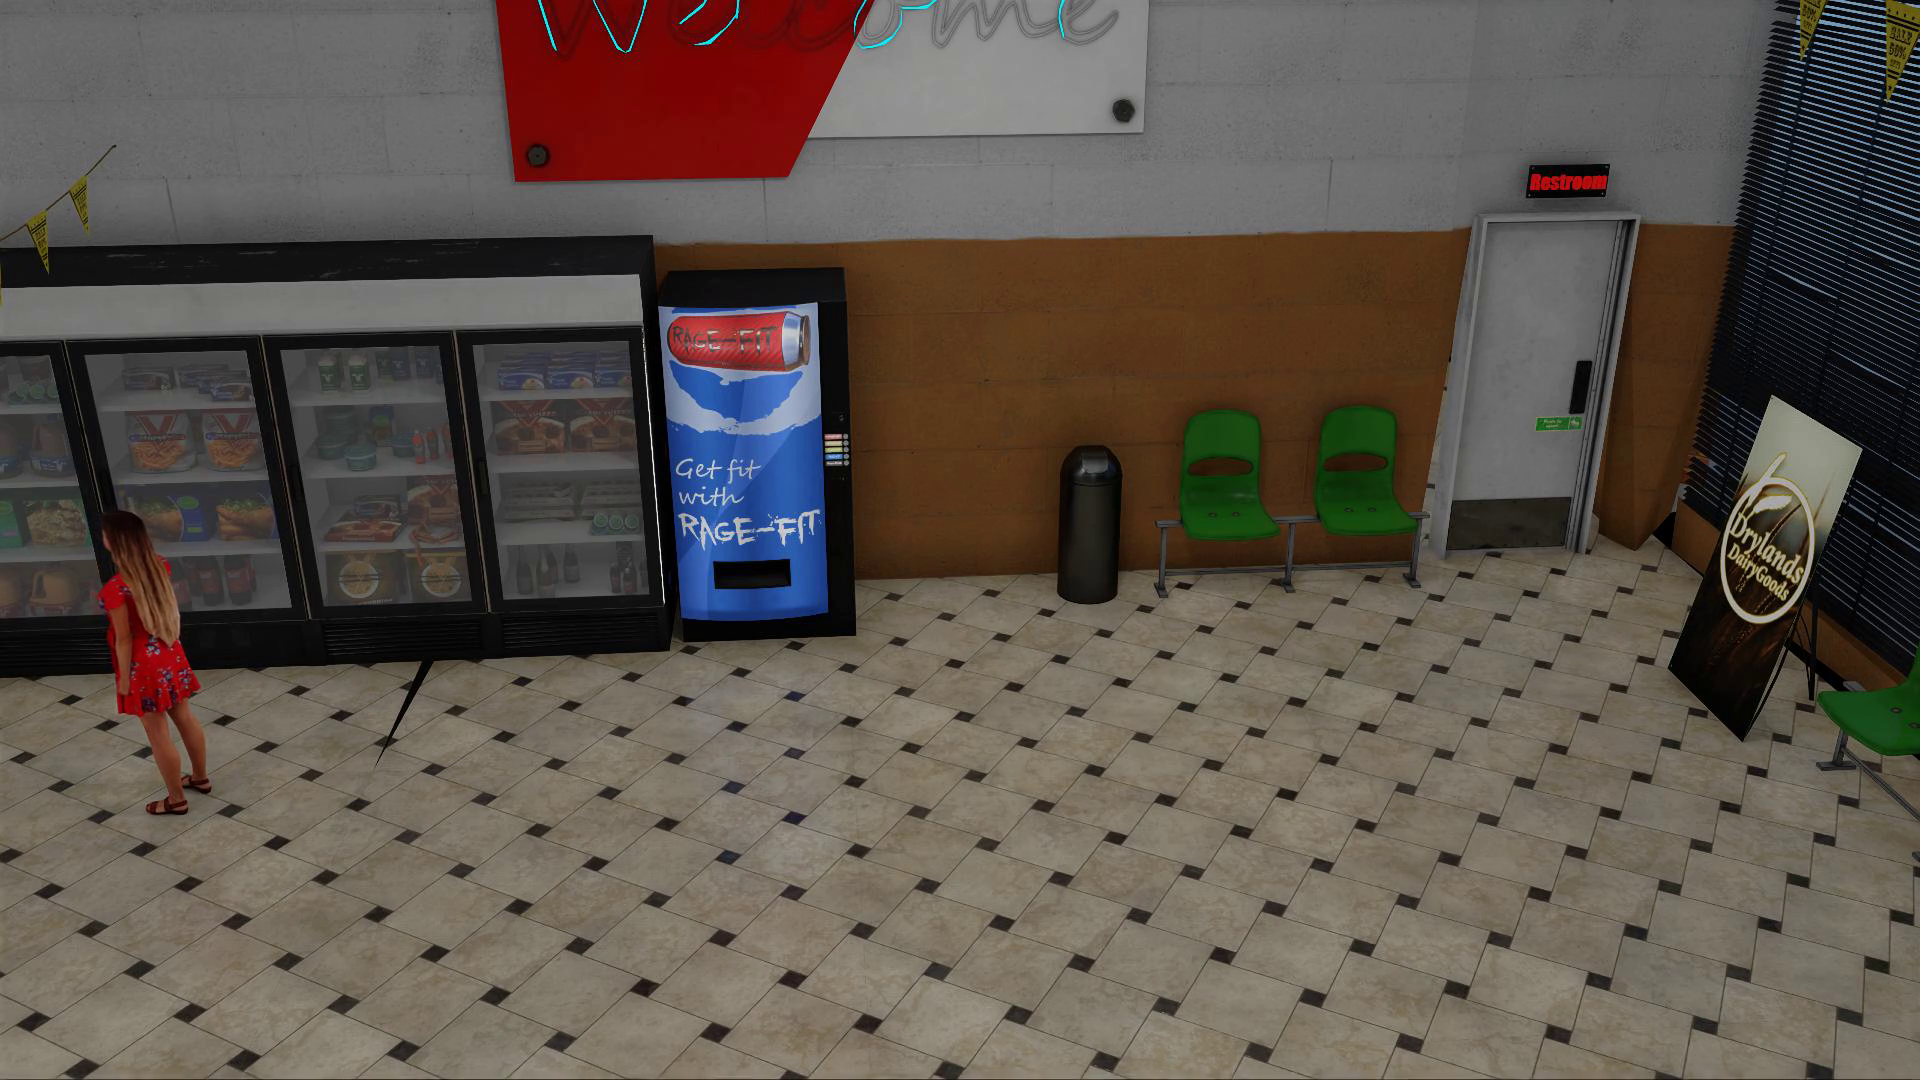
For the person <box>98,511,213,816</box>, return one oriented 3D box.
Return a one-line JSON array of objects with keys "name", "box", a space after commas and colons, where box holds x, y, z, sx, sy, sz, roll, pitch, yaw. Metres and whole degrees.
[{"name": "person", "box": [-3.923, 0.595, 8.083, 0.697, 1.593, 0.581, 6, 24, 13]}]
